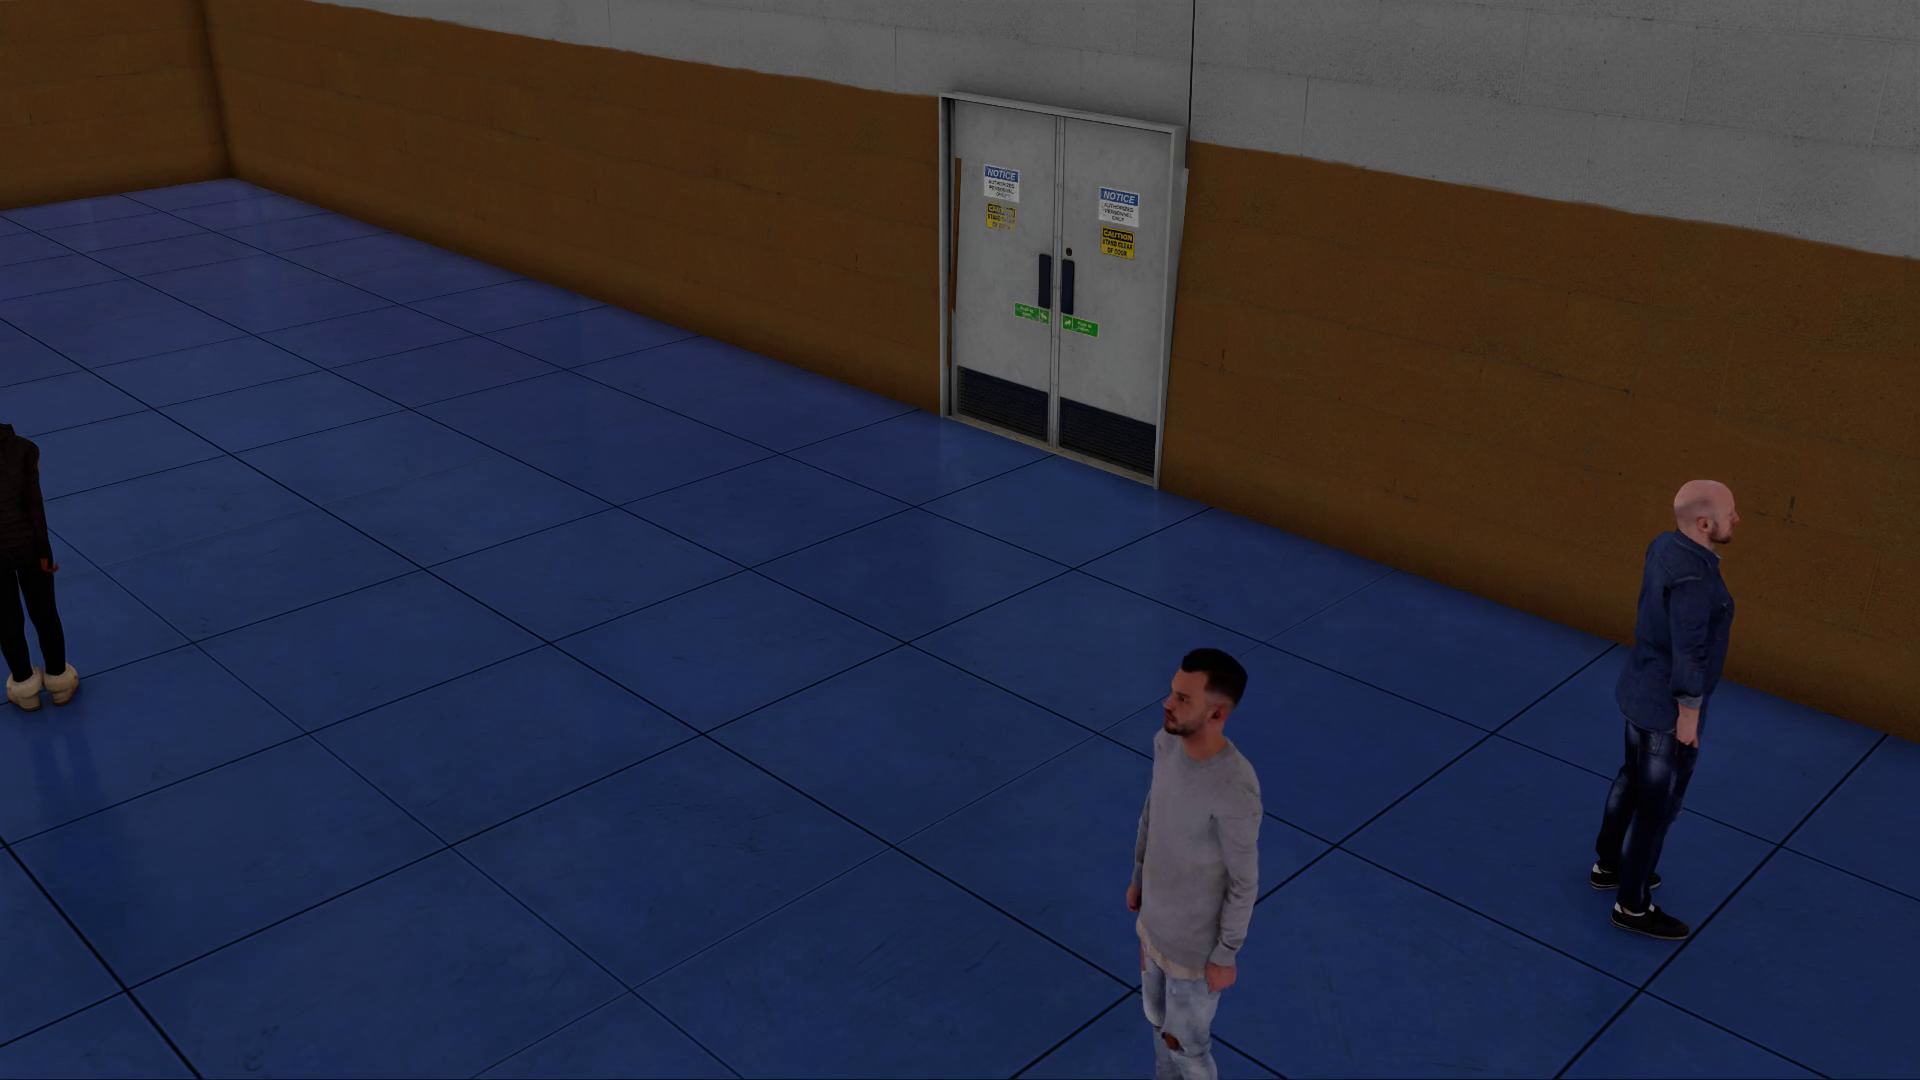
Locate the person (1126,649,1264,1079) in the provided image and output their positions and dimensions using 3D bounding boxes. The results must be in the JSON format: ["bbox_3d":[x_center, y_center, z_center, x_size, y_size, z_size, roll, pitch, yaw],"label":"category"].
[{"bbox_3d":[0.703,1.152,5.100,0.741,1.840,0.773,-9,25,-20],"label":"person"}]

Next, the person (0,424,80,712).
[{"bbox_3d":[-4.473,0.051,7.839,0.668,1.660,0.598,9,25,19],"label":"person"}]

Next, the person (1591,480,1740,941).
[{"bbox_3d":[2.688,0.627,6.317,0.858,1.826,0.768,2,24,5],"label":"person"}]
